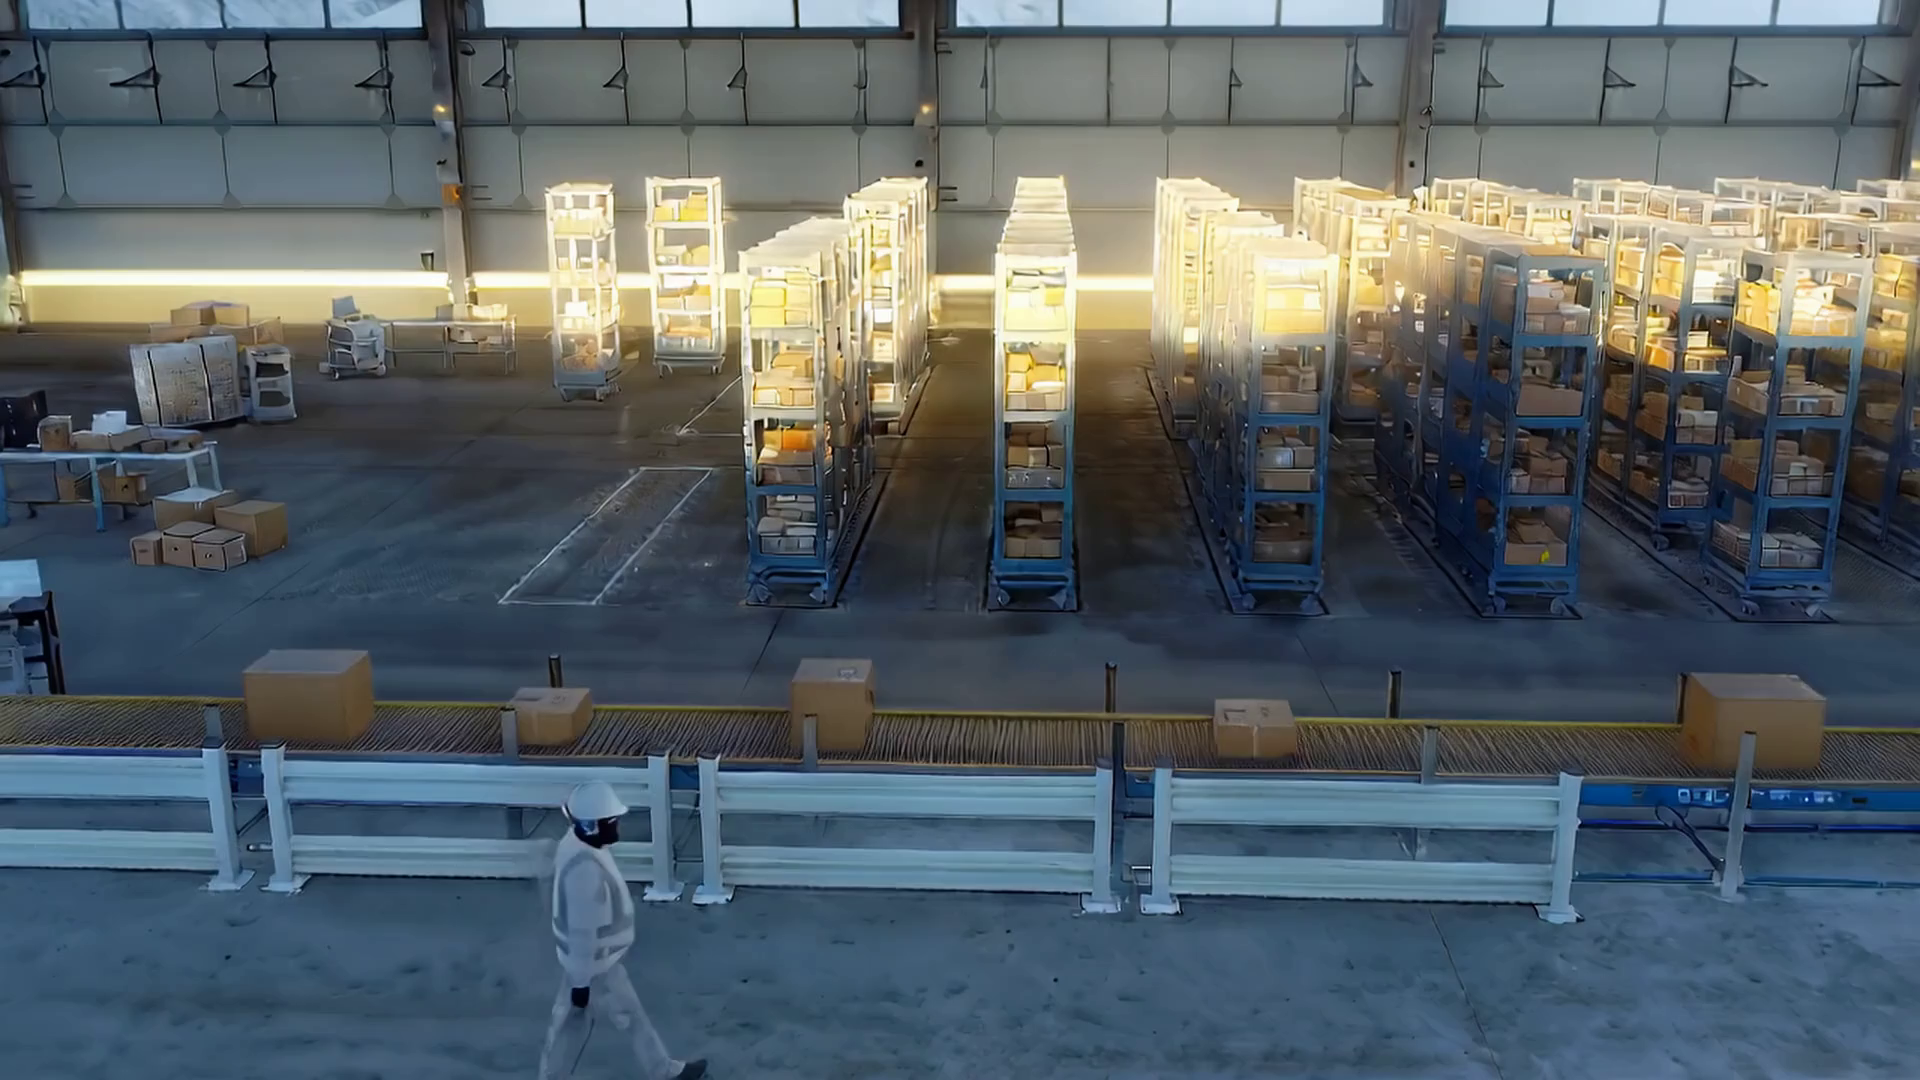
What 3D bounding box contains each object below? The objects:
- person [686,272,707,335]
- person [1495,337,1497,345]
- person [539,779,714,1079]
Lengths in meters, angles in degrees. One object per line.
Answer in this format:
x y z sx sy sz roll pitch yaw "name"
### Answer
-5.375 -4.670 33.627 0.842 1.720 0.569 1 15 4 "person"
7.072 -1.796 22.369 0.630 2.030 0.689 0 15 0 "person"
-1.776 2.059 8.497 0.931 1.784 0.621 -4 16 -16 "person"
